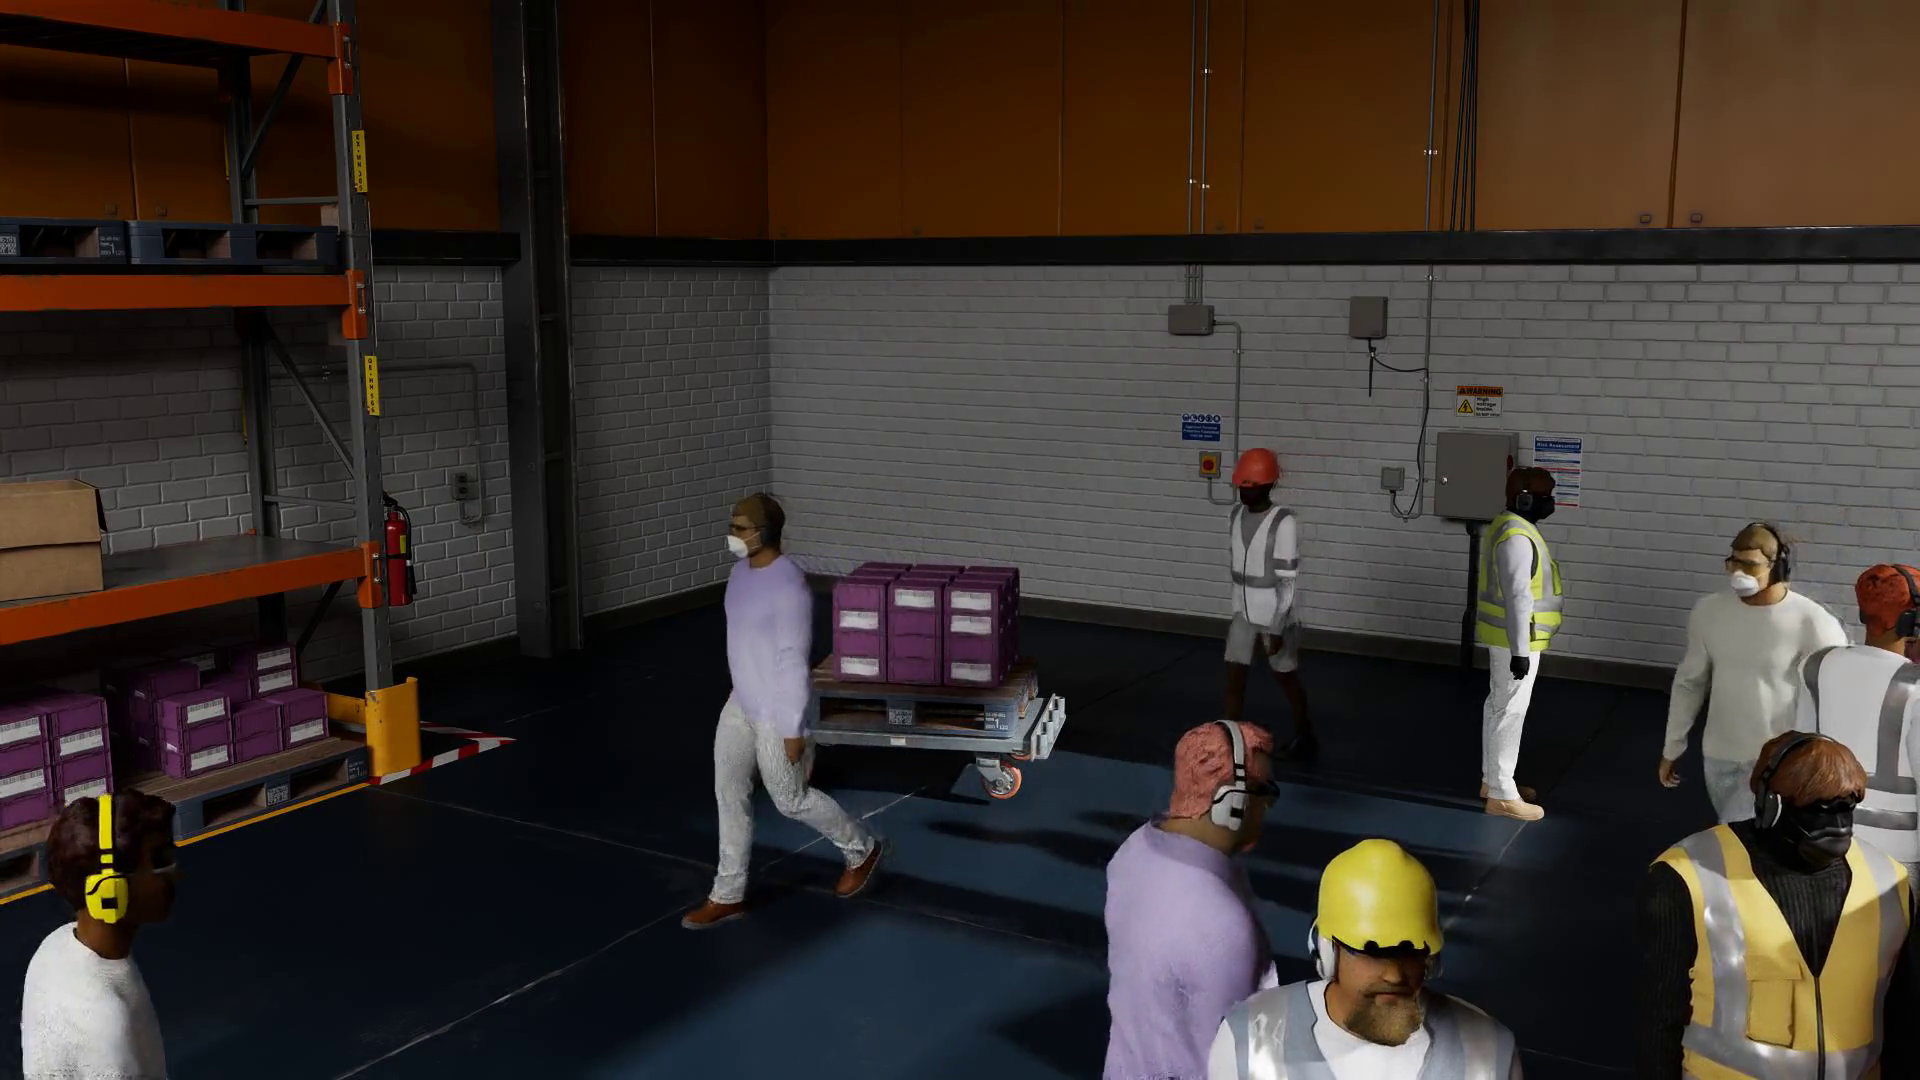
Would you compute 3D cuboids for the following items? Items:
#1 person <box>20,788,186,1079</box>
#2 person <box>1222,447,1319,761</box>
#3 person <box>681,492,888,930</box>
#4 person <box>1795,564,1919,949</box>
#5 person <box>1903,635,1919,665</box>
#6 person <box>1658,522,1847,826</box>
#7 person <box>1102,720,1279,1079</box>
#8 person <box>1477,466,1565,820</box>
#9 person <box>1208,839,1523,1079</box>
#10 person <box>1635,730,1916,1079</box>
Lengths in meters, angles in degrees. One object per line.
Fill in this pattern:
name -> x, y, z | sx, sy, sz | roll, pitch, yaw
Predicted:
person -> -1.576, 1.396, 3.390 | 0.889, 1.822, 0.538 | -5, 10, -29
person -> 1.736, 0.401, 9.444 | 0.928, 1.892, 0.548 | -7, 12, -39
person -> -0.774, 0.730, 7.291 | 0.891, 1.914, 0.637 | -6, 11, -32
person -> 3.058, 1.013, 5.591 | 0.355, 1.883, 0.572 | -3, 10, -20
person -> 4.023, 0.801, 6.766 | 1.032, 1.933, 0.703 | 2, 9, 13
person -> 3.133, 0.856, 6.581 | 1.032, 1.890, 0.650 | -5, 10, -26
person -> 0.463, 1.314, 3.757 | 0.863, 1.873, 0.648 | -1, 9, -4
person -> 2.942, 0.527, 8.755 | 0.429, 1.841, 0.633 | 2, 9, 14
person -> 0.735, 1.439, 3.077 | 0.592, 1.837, 0.404 | 0, 9, 3
person -> 1.858, 1.325, 3.806 | 0.626, 1.836, 0.428 | 0, 9, 1
